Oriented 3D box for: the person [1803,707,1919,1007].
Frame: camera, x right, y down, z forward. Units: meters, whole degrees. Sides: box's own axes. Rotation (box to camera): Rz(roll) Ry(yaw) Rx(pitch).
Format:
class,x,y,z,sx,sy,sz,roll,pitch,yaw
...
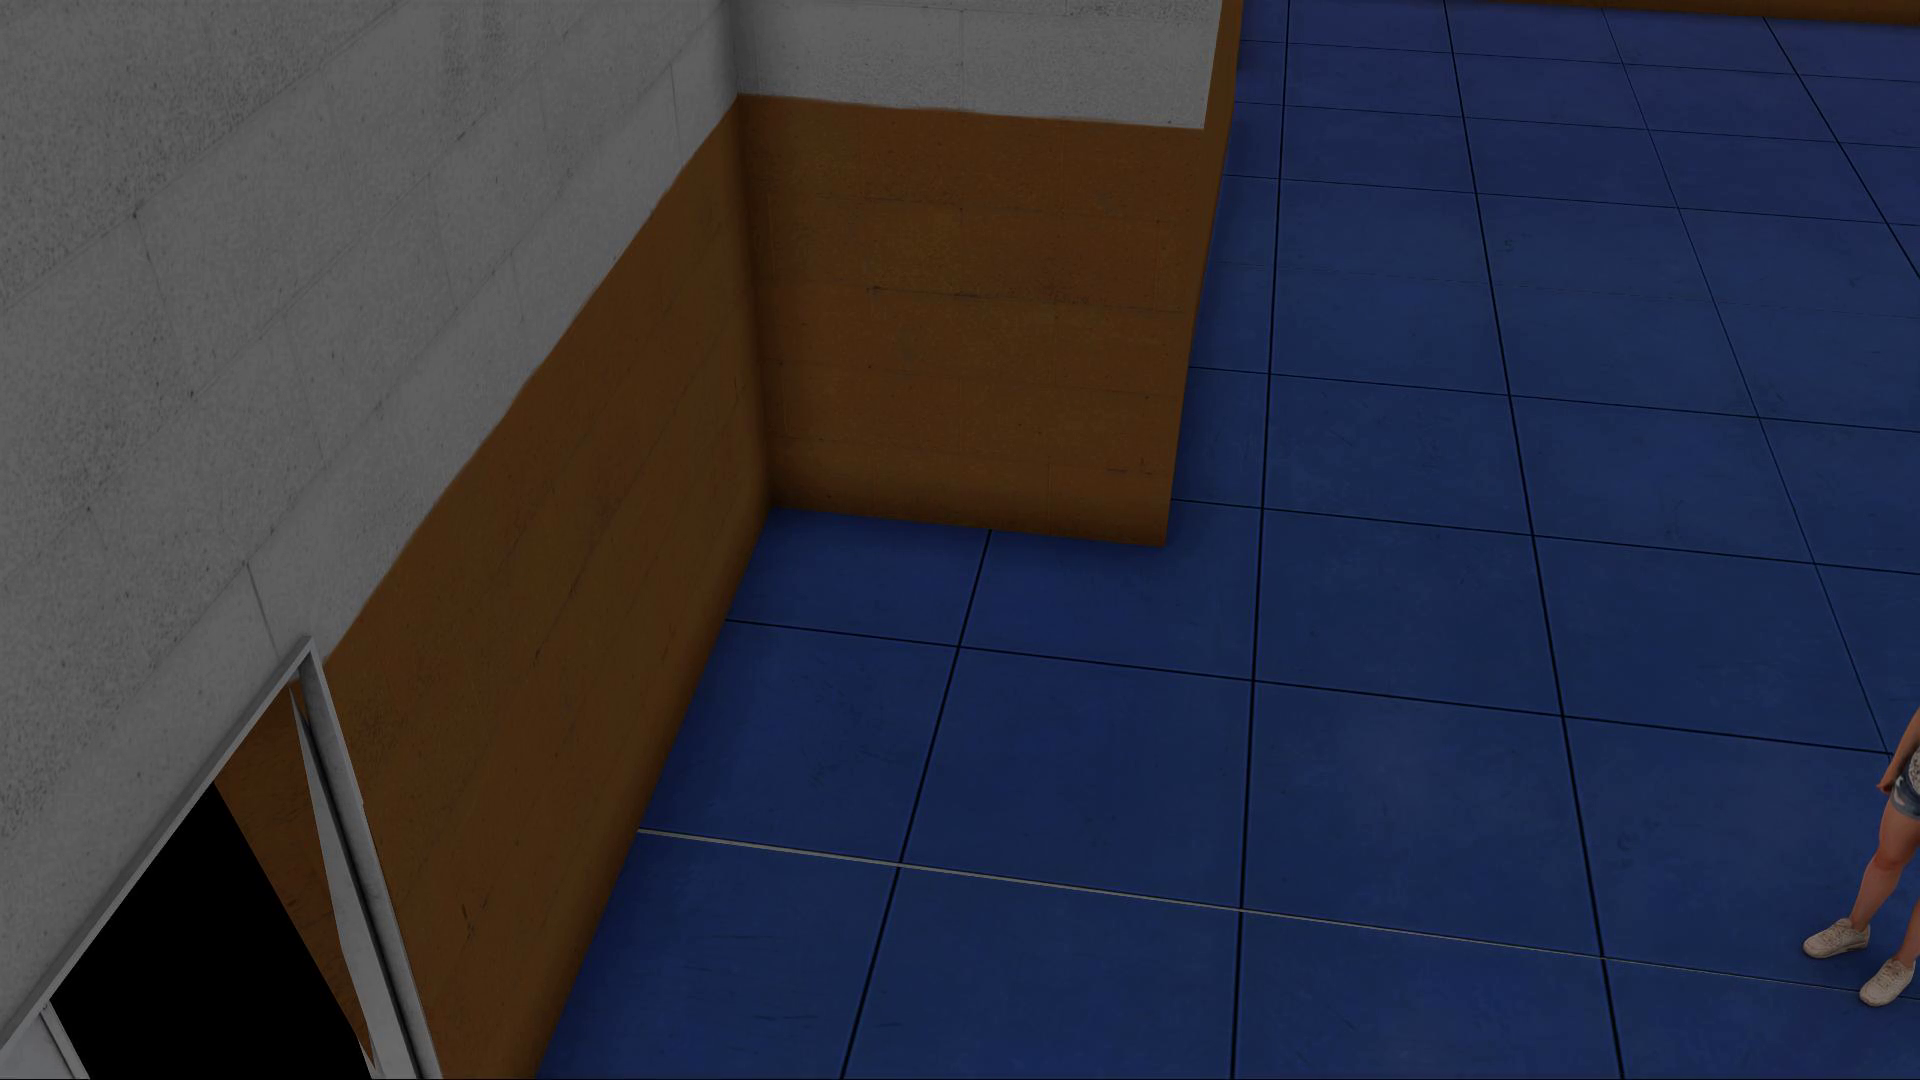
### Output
class,x,y,z,sx,sy,sz,roll,pitch,yaw
person,3.342,0.885,5.607,0.686,1.758,0.657,-17,40,-21
